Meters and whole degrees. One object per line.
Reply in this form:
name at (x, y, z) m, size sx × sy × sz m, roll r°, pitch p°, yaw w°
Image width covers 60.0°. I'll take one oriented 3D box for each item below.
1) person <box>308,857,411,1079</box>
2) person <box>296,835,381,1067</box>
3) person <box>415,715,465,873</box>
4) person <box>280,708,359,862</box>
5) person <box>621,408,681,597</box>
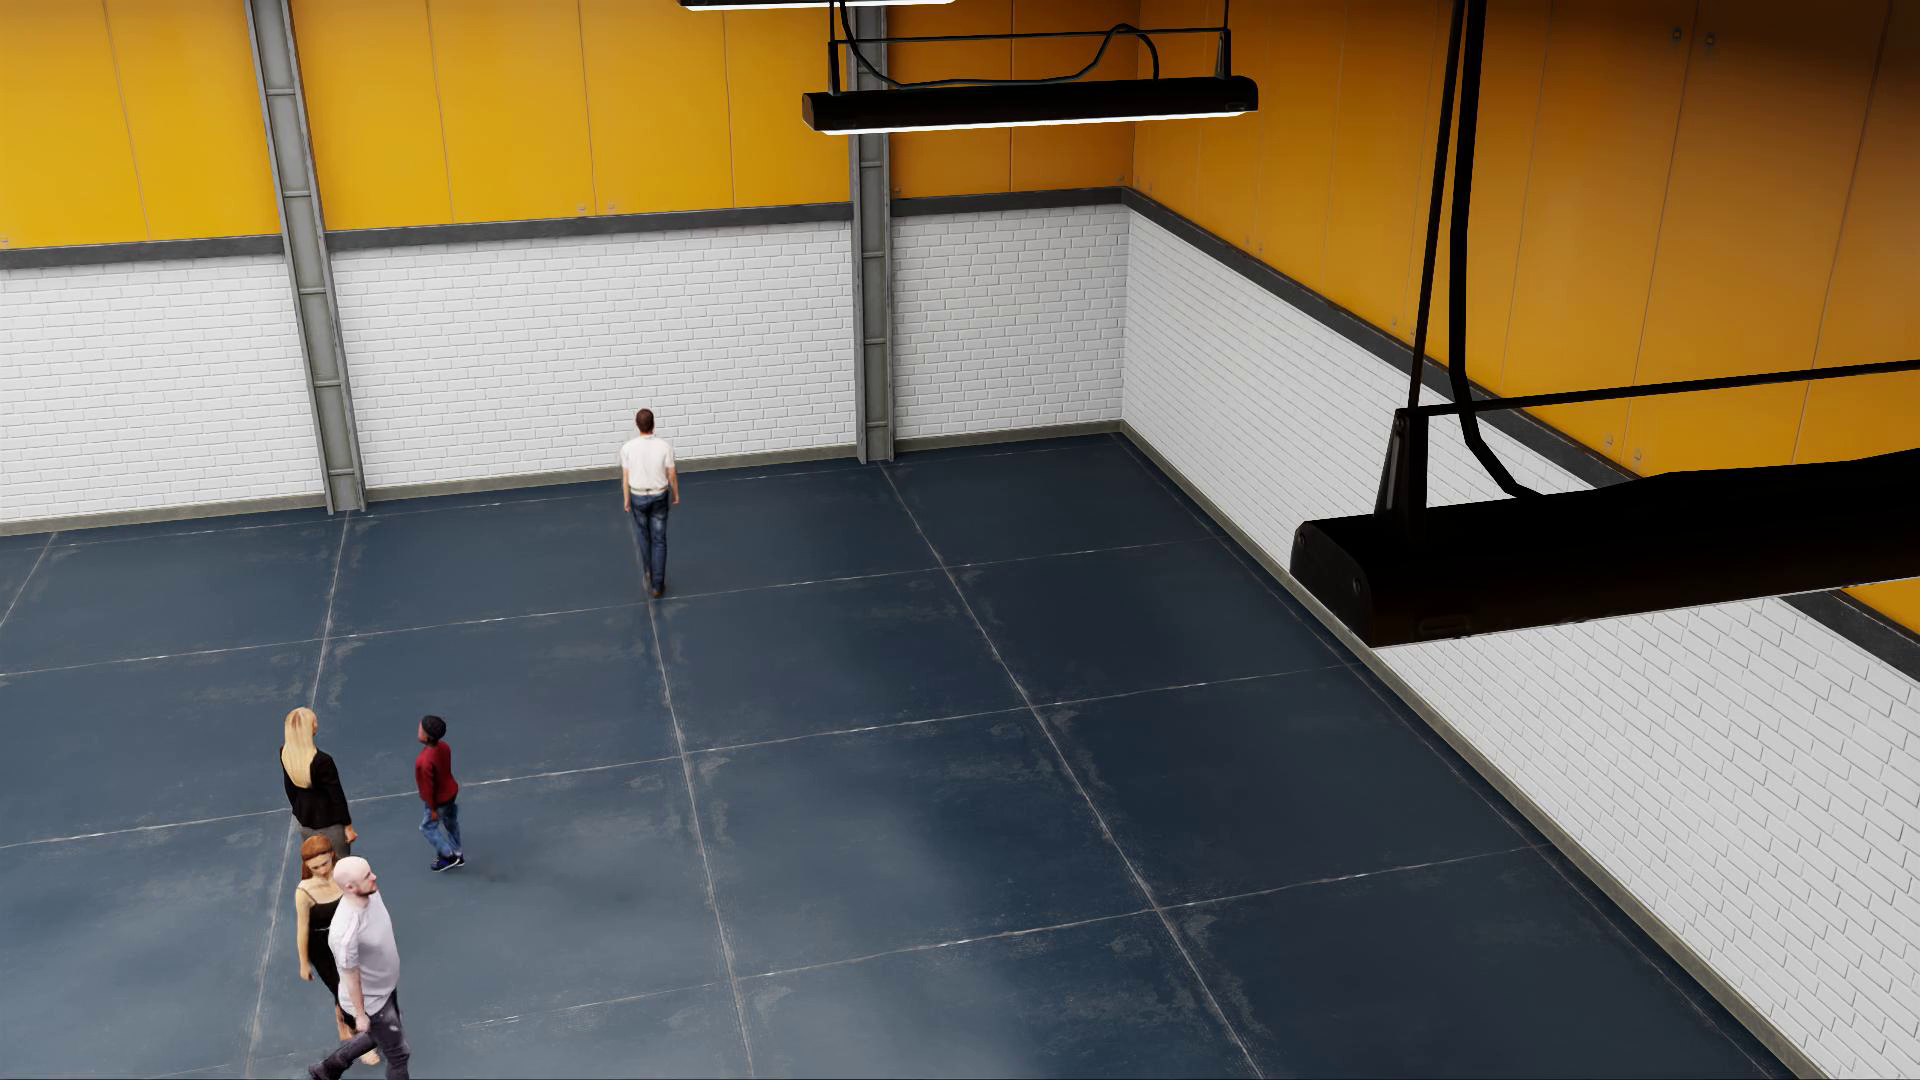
person at (-3.437, 2.589, 9.489) m, size 1.130 × 1.809 × 0.820 m, roll -1°, pitch 24°, yaw -2°
person at (-3.831, 2.455, 10.053) m, size 0.867 × 1.603 × 0.805 m, roll 12°, pitch 26°, yaw 25°
person at (-3.679, 1.831, 11.927) m, size 0.600 × 1.246 × 0.581 m, roll 4°, pitch 24°, yaw 10°
person at (-4.211, 1.921, 10.974) m, size 0.660 × 1.844 × 0.748 m, roll 9°, pitch 25°, yaw 19°
person at (-3.022, -0.338, 16.162) m, size 0.957 × 1.828 × 0.840 m, roll -2°, pitch 24°, yaw -5°
